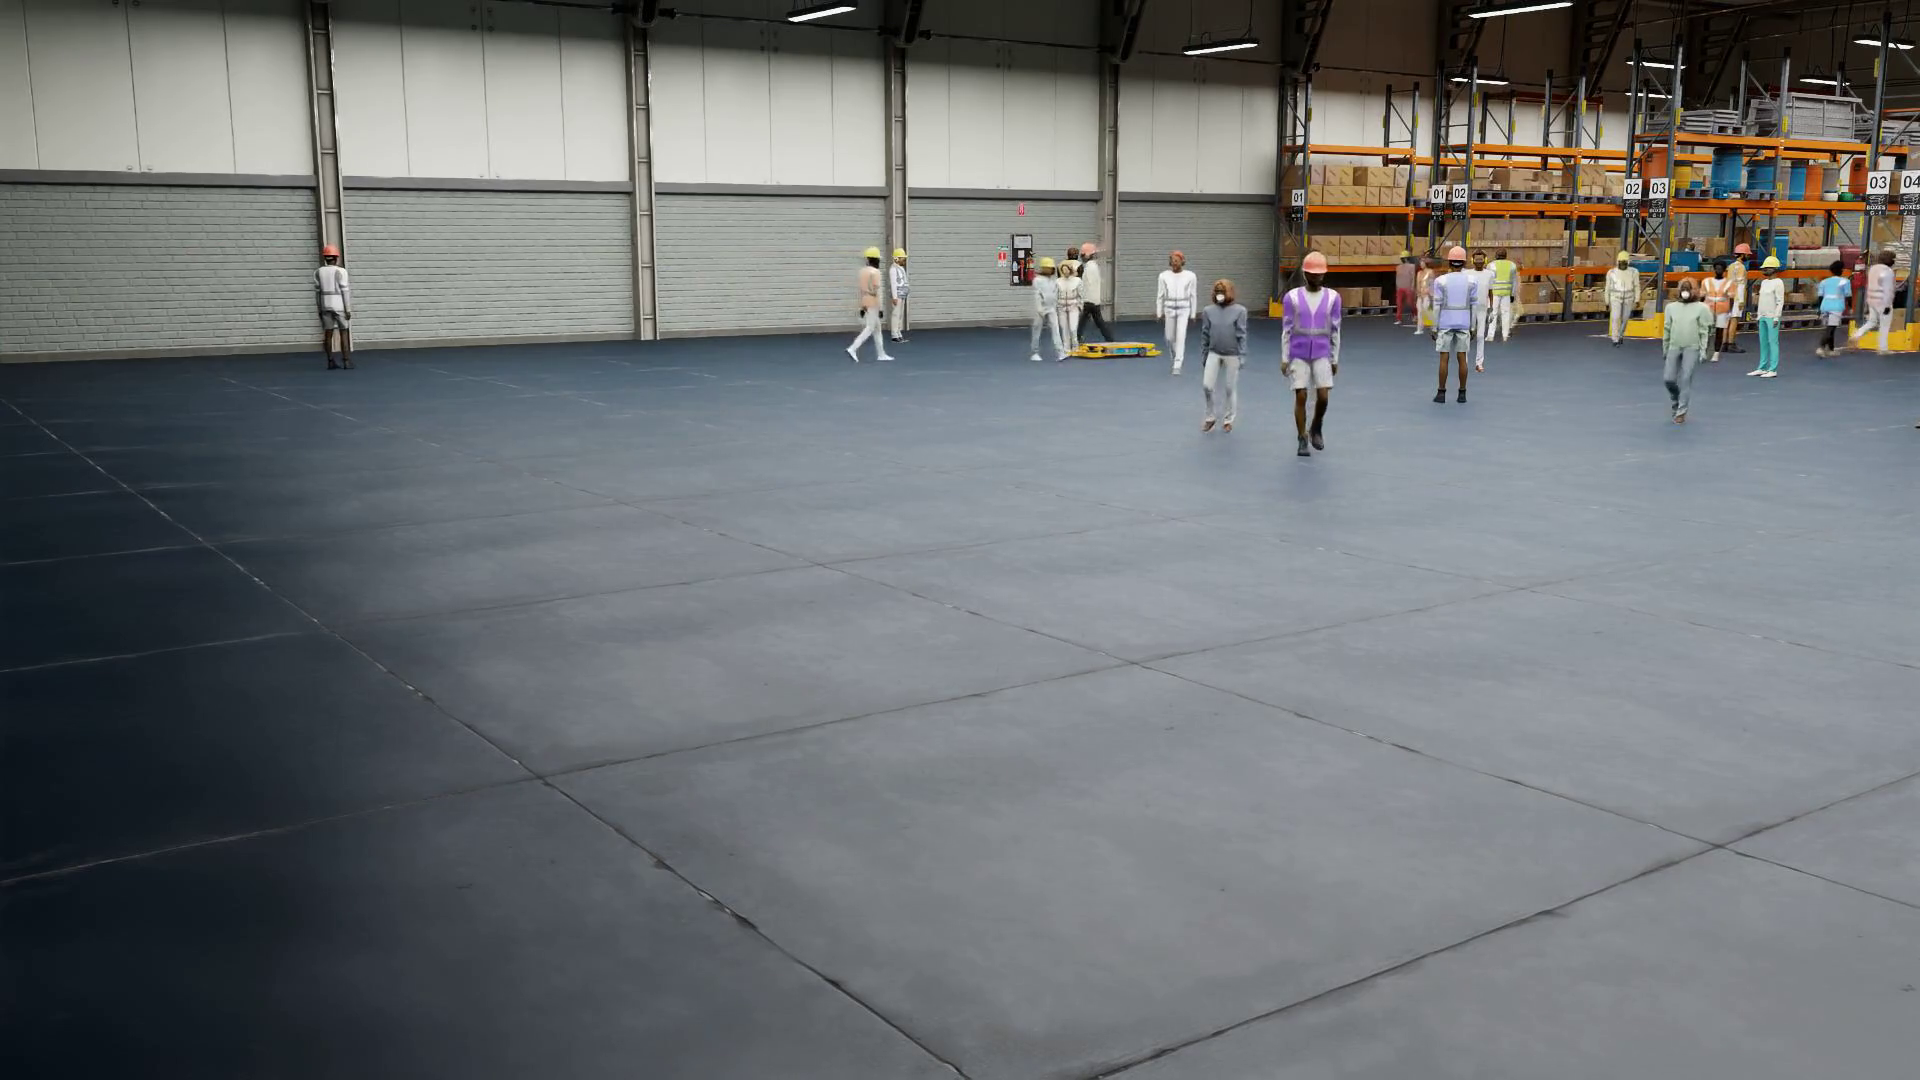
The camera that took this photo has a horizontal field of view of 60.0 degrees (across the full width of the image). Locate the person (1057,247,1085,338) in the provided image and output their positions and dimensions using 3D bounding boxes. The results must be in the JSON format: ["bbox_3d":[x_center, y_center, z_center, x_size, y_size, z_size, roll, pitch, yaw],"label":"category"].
[{"bbox_3d":[2.281,-5.005,33.742,0.634,1.841,0.429,9,13,39],"label":"person"}]

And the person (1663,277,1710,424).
[{"bbox_3d":[8.011,-2.093,18.382,0.504,1.621,0.405,9,14,40],"label":"person"}]

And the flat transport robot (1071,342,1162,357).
[{"bbox_3d":[2.693,-3.279,28.590,1.431,0.197,0.652,-5,12,-26],"label":"flat transport robot"}]

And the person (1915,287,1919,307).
[{"bbox_3d":[20.847,-5.446,36.112,0.933,1.862,0.642,-6,12,-31],"label":"person"}]

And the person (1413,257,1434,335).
[{"bbox_3d":[9.833,-5.146,35.092,0.468,1.621,0.526,-4,11,-23],"label":"person"}]

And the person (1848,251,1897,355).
[{"bbox_3d":[16.008,-4.130,29.035,0.679,1.826,0.648,-1,10,-6],"label":"person"}]

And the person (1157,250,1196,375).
[{"bbox_3d":[3.274,-3.428,25.073,0.587,1.862,0.787,3,11,15],"label":"person"}]

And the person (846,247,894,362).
[{"bbox_3d":[-1.502,-3.874,27.401,0.887,1.900,0.595,-6,12,-30],"label":"person"}]

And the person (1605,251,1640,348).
[{"bbox_3d":[12.397,-4.517,31.183,0.596,1.805,0.804,2,11,10],"label":"person"}]

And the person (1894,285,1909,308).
[{"bbox_3d":[18.950,-4.997,33.631,0.791,1.869,0.387,2,11,11],"label":"person"}]

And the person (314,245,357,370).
[{"bbox_3d":[-9.723,-3.609,25.854,0.559,1.930,0.388,2,11,10],"label":"person"}]

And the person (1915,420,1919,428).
[{"bbox_3d":[10.603,-2.122,17.759,0.639,1.911,0.402,7,13,35],"label":"person"}]

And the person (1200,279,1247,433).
[{"bbox_3d":[2.744,-1.908,17.378,0.514,1.615,0.496,5,11,24],"label":"person"}]

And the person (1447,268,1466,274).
[{"bbox_3d":[11.026,-5.482,36.928,0.411,1.630,0.527,-7,12,-32],"label":"person"}]

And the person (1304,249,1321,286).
[{"bbox_3d":[7.390,-5.131,34.552,0.952,1.792,0.536,2,10,9],"label":"person"}]

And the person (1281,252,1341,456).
[{"bbox_3d":[3.297,-1.741,15.648,0.551,1.920,0.451,1,10,6],"label":"person"}]

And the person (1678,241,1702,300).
[{"bbox_3d":[18.048,-6.412,41.187,0.353,1.937,0.635,-4,11,-21],"label":"person"}]

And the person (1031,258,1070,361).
[{"bbox_3d":[1.461,-3.791,27.480,0.493,1.700,0.893,-6,12,-30],"label":"person"}]

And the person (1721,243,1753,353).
[{"bbox_3d":[13.846,-4.298,29.605,0.376,1.935,0.550,1,10,5],"label":"person"}]

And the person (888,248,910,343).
[{"bbox_3d":[-1.185,-4.764,32.446,0.404,1.830,0.600,3,11,14],"label":"person"}]

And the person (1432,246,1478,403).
[{"bbox_3d":[6.130,-2.666,20.656,0.545,1.938,0.359,1,10,5],"label":"person"}]

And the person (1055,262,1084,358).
[{"bbox_3d":[1.834,-3.905,28.329,0.516,1.616,0.604,3,11,17],"label":"person"}]

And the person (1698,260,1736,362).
[{"bbox_3d":[12.309,-3.713,27.104,0.558,1.664,0.756,6,12,30],"label":"person"}]

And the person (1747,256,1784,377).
[{"bbox_3d":[11.876,-3.270,24.438,0.330,1.769,0.526,-1,10,-4],"label":"person"}]

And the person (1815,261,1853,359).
[{"bbox_3d":[14.755,-3.896,28.155,0.839,1.662,0.536,-5,12,-27],"label":"person"}]

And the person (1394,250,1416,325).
[{"bbox_3d":[10.505,-5.947,39.163,0.531,1.746,0.622,9,14,41],"label":"person"}]

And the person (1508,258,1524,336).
[{"bbox_3d":[11.471,-5.004,34.330,0.439,1.615,0.520,3,11,16],"label":"person"}]

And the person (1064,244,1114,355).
[{"bbox_3d":[2.274,-4.193,29.040,1.042,1.941,0.651,2,11,13],"label":"person"}]

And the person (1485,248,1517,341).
[{"bbox_3d":[10.665,-4.853,32.911,0.636,1.842,0.429,0,10,-2],"label":"person"}]

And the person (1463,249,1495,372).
[{"bbox_3d":[7.873,-3.487,25.345,0.526,1.869,0.315,2,10,9],"label":"person"}]
